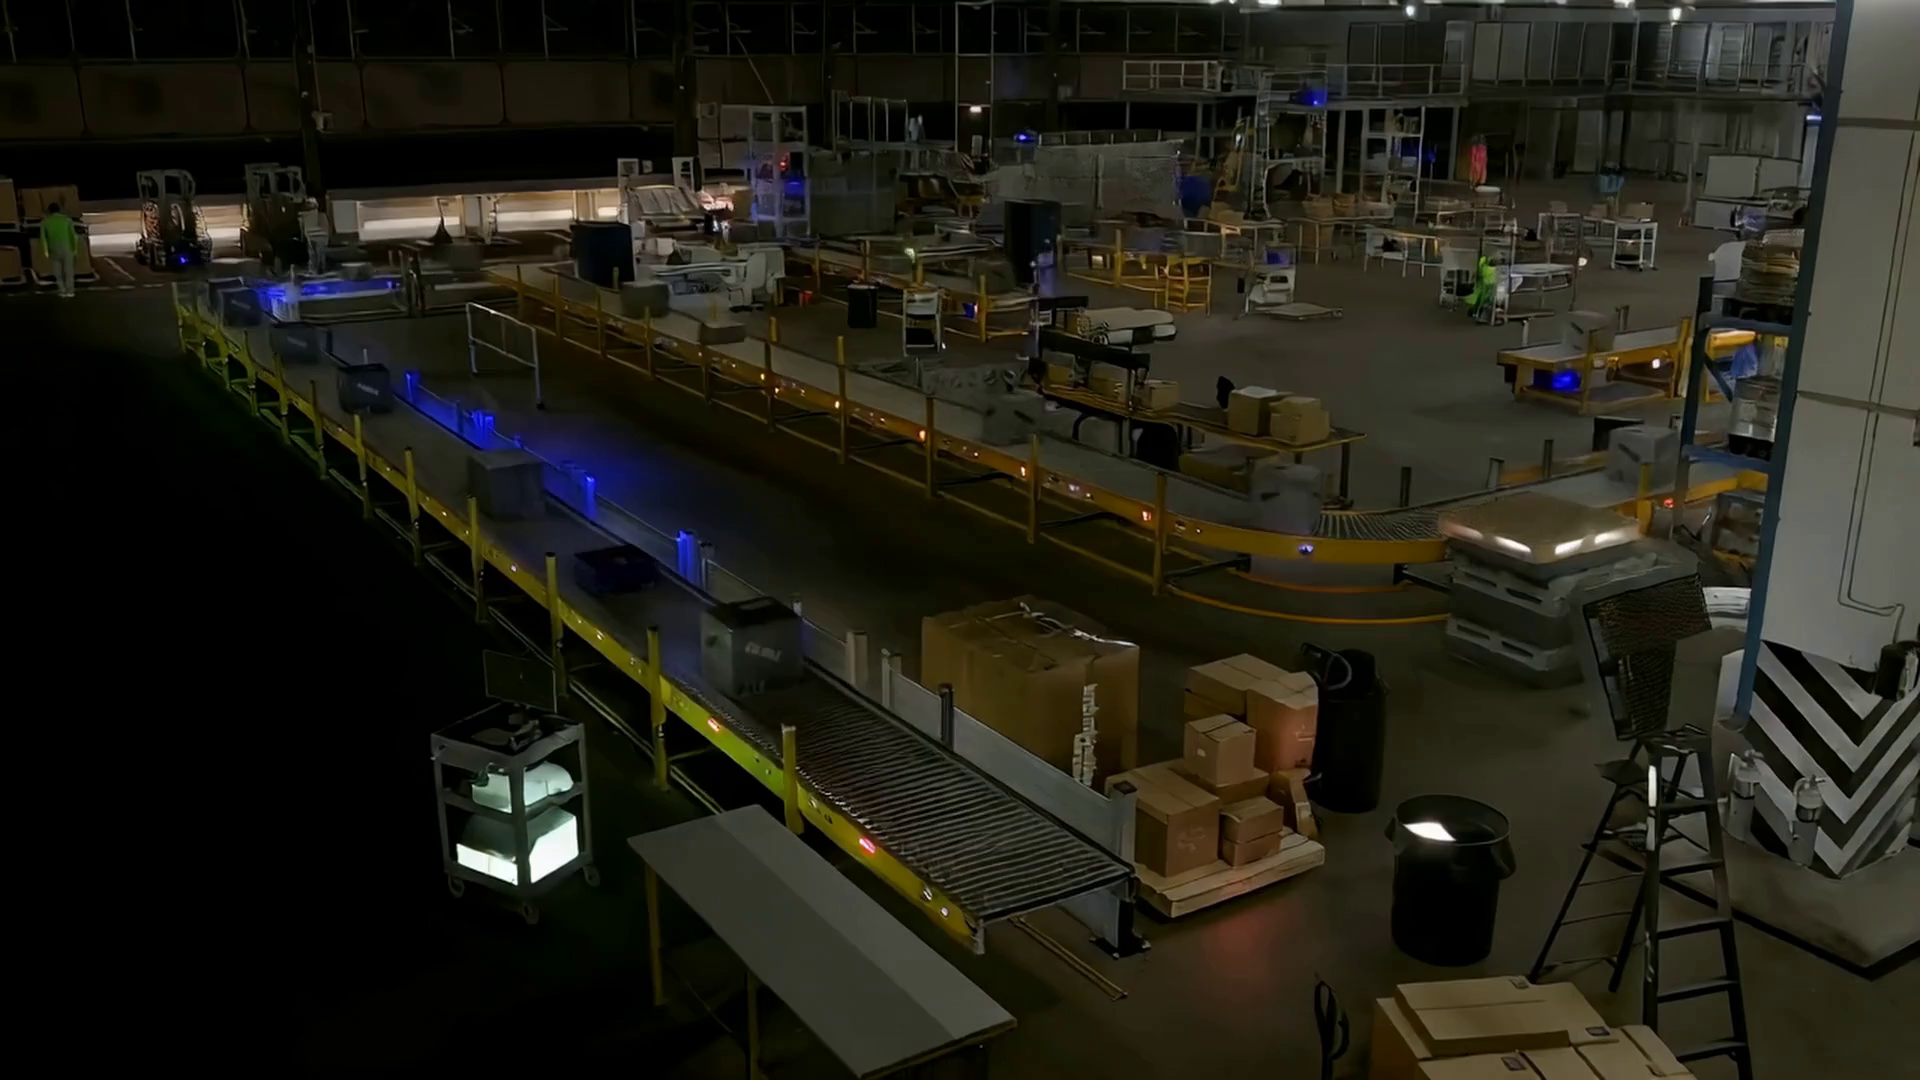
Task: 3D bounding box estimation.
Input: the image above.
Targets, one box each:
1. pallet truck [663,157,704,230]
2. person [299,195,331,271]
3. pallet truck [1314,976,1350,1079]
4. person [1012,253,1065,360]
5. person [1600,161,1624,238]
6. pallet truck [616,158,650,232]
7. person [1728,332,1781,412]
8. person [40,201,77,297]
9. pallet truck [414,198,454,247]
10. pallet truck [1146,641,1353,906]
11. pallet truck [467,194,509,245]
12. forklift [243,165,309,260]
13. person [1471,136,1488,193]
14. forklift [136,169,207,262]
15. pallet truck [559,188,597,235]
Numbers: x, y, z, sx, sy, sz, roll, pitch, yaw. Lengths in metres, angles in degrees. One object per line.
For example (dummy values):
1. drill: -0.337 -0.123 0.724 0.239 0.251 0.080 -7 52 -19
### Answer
1. pallet truck: -7.586 -9.308 44.692 0.823 1.965 1.885 -11 20 -33
2. person: -13.643 -6.384 35.250 0.602 1.828 0.404 0 17 -1
3. pallet truck: 2.299 2.390 7.086 1.601 1.201 0.680 -2 17 -7
4. person: 1.290 -3.675 26.402 0.877 1.717 0.547 -2 17 -6
5. person: 16.639 -8.630 42.430 0.619 2.003 0.968 1 17 2
6. pallet truck: -8.918 -9.176 44.255 0.823 1.965 1.885 -9 19 -27
7. person: 9.298 -1.634 19.456 0.588 1.822 0.403 7 18 22
8. person: -17.946 -5.786 33.152 0.537 1.898 0.657 13 21 37
9. pallet truck: -13.250 -8.060 41.856 0.680 1.201 1.601 -10 20 -31
10. pallet truck: 1.664 1.407 10.232 1.630 1.274 0.653 -10 20 -31
11. pallet truck: -11.983 -8.177 42.137 0.704 1.261 1.522 -11 20 -33
12. forklift: -15.898 -7.669 38.708 1.157 1.987 2.680 -11 20 -33
13. person: 17.441 -12.611 55.880 0.574 1.883 0.355 -6 18 -18
14. forklift: -17.842 -7.318 37.559 1.157 1.987 2.680 -10 20 -31
15. pallet truck: -10.010 -8.652 43.699 0.653 1.274 1.630 -10 20 -31
